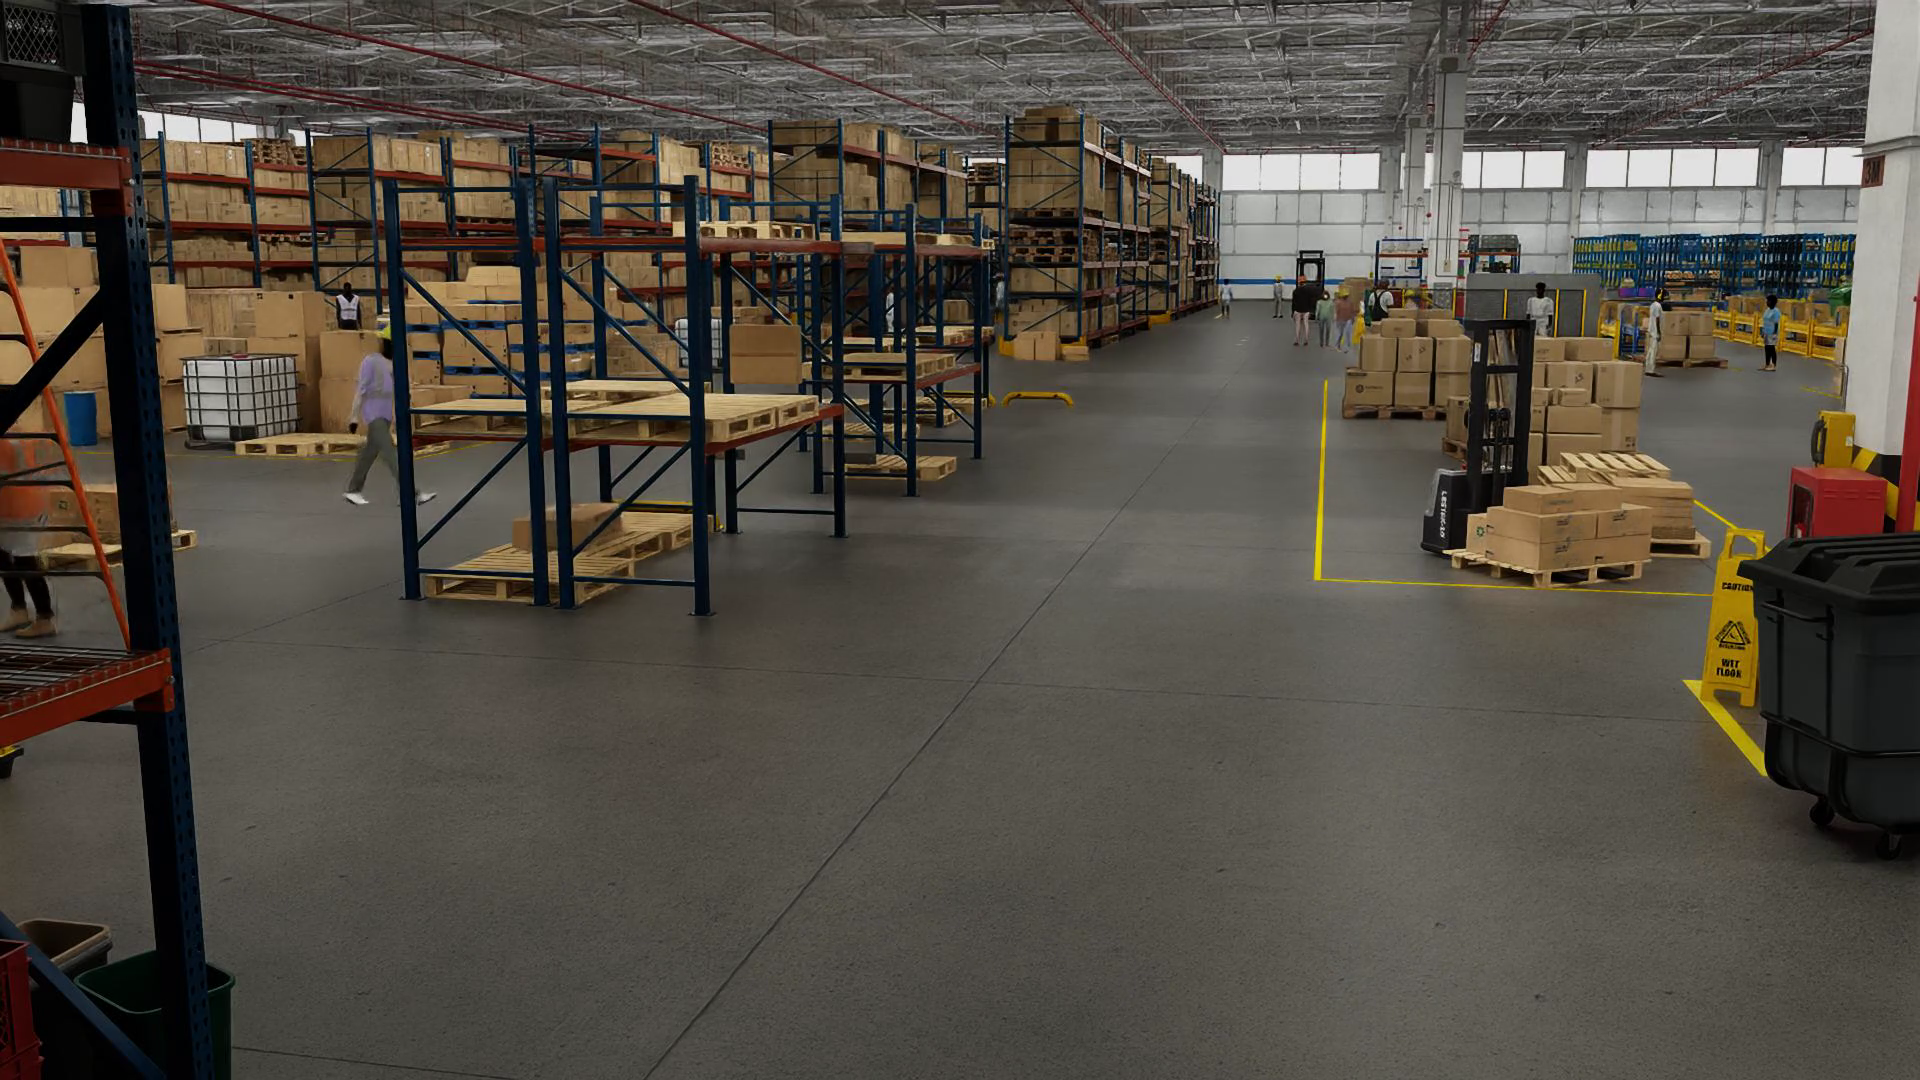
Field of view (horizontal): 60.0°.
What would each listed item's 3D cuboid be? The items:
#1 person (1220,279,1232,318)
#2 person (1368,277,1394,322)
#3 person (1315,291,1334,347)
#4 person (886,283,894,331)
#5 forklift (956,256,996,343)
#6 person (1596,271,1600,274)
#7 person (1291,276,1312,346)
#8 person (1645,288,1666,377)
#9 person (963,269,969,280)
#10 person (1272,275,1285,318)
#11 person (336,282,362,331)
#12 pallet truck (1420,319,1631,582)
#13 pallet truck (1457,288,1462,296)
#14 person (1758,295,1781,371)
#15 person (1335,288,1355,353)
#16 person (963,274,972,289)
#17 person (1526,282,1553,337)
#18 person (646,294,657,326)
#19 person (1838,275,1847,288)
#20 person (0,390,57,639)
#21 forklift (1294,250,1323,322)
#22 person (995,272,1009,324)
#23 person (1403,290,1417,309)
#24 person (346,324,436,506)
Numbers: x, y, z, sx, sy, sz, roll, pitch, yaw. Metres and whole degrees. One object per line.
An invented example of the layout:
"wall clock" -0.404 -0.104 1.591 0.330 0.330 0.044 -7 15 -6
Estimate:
"person" 11.132 -10.116 69.651 0.539 1.678 0.701 0 10 2
"person" 10.456 -5.468 41.070 0.535 2.000 0.674 -7 12 -36
"person" 10.269 -6.211 46.794 0.534 1.587 0.854 1 10 7
"person" -1.744 -5.723 43.038 0.337 1.882 0.584 -1 10 -5
"forklift" 0.344 -6.987 47.582 1.129 2.768 1.873 2 10 12
"person" 33.873 -13.347 88.299 0.382 1.845 0.571 -1 10 -8
"person" 9.772 -6.549 47.600 0.609 1.996 0.383 -1 10 -8
"person" 14.662 -4.357 35.016 0.327 1.865 0.519 1 10 8
"person" 0.137 -12.401 82.308 0.661 1.979 0.505 0 10 0
"person" 13.440 -10.276 70.203 0.404 1.823 0.591 -7 12 -36
"person" -15.155 -5.429 41.240 0.611 1.909 0.396 -8 12 -39
"pallet truck" 4.543 -0.757 13.299 0.823 1.965 1.885 -4 10 -22
"pallet truck" 20.506 -9.785 68.819 0.653 1.274 1.630 2 10 12
"person" 17.969 -4.581 36.864 0.320 1.693 0.537 0 10 -1
"person" 10.182 -5.815 44.025 0.529 1.731 0.705 0 10 2
"person" 0.316 -11.219 75.768 0.620 1.818 0.424 2 10 14
"person" 13.228 -4.905 37.999 0.598 1.958 0.377 7 12 38
"person" -7.627 -5.263 41.108 0.504 1.615 0.514 2 10 10
"person" 38.217 -10.560 71.912 0.679 1.812 0.597 3 10 18
"person" -6.189 -0.172 10.776 0.555 1.675 0.553 -3 10 -18
"forklift" 13.778 -10.002 65.433 1.129 2.768 1.873 2 10 12
"person" 1.649 -9.244 63.610 0.949 1.991 0.668 -1 10 -8
"person" 11.196 -5.361 41.393 0.543 1.718 0.923 -7 12 -37
"person" -5.772 -1.240 16.647 1.071 1.837 0.591 3 10 16
